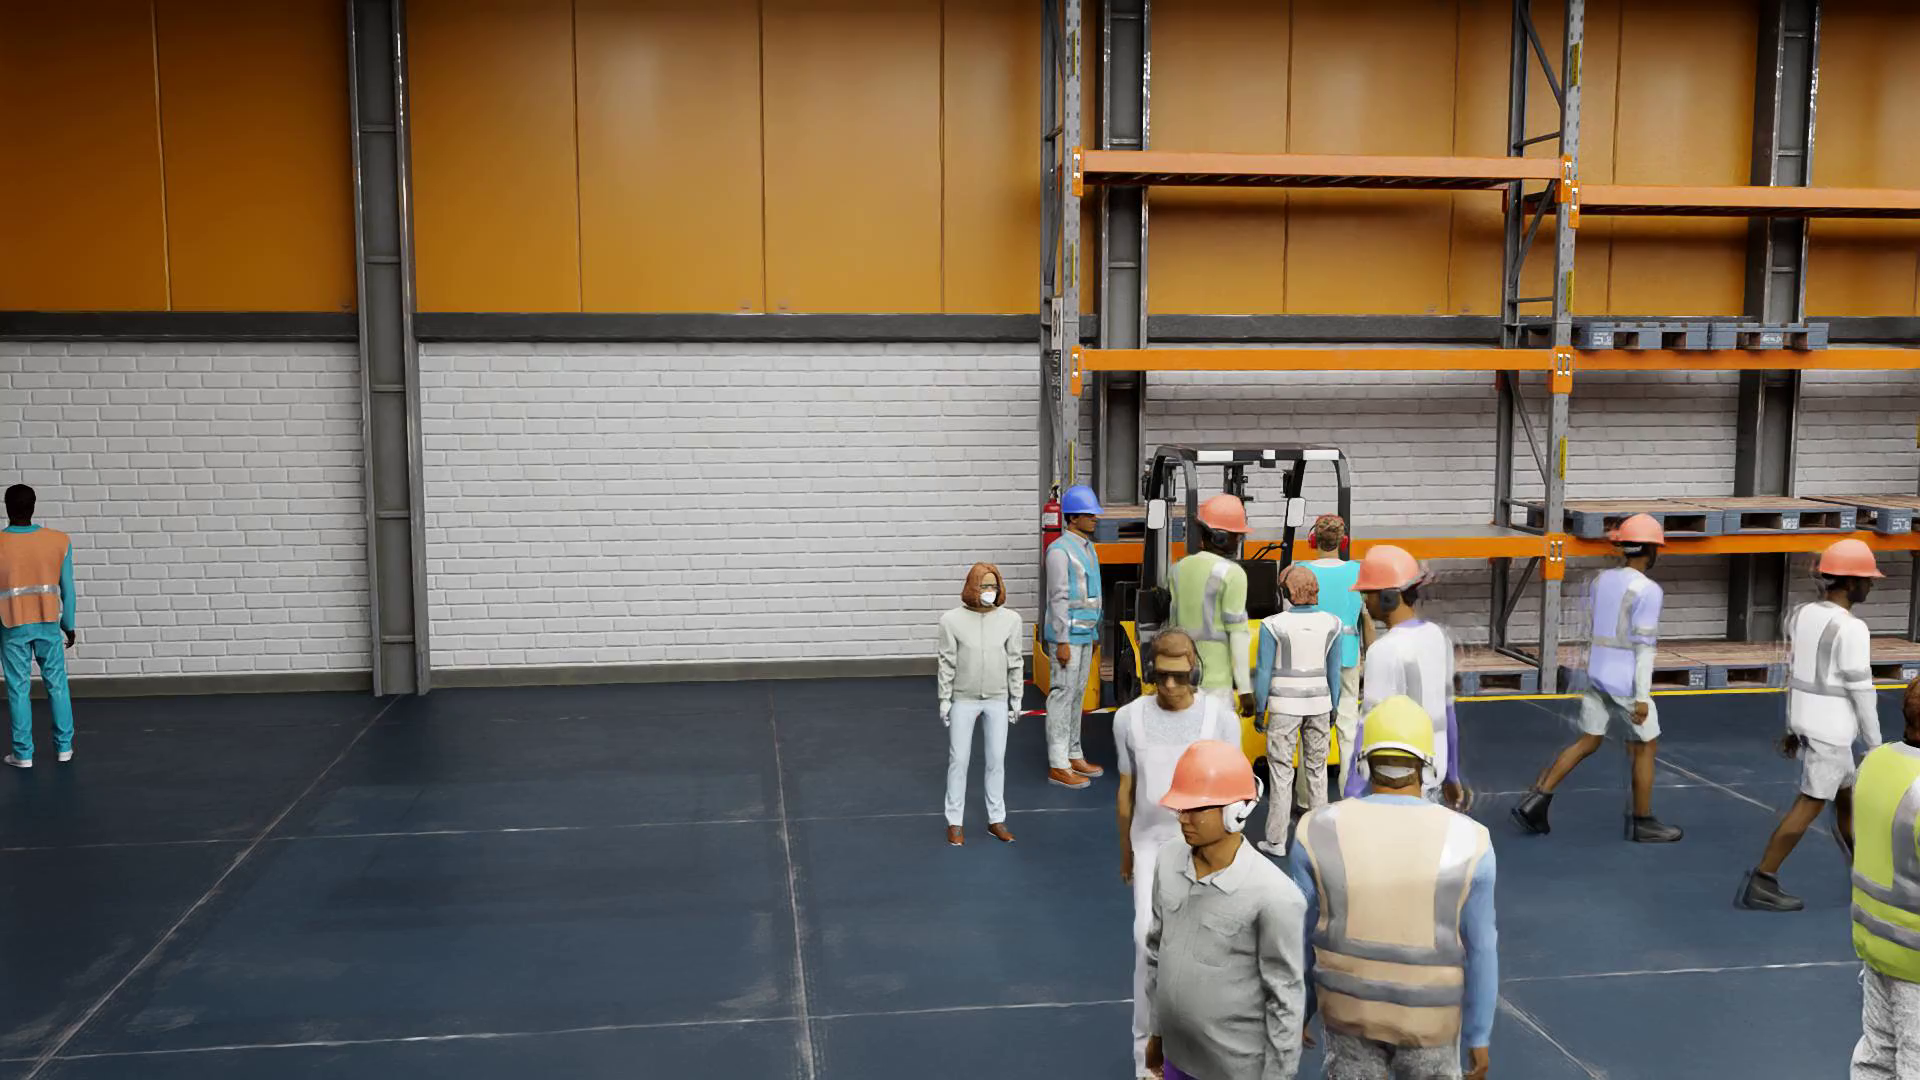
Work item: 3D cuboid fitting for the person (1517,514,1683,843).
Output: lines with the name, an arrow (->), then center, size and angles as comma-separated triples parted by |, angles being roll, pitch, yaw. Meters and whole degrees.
person -> 3.677, 0.799, 9.486 | 0.847, 1.902, 0.576 | -1, 7, -11

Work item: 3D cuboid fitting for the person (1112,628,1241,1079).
person -> 0.855, 1.193, 6.533 | 0.498, 1.792, 1.012 | 1, 7, 13

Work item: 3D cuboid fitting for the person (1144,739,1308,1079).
person -> 0.704, 1.417, 4.653 | 0.339, 1.752, 0.564 | -4, 8, -34

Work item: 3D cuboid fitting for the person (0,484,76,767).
person -> -6.311, 0.581, 11.274 | 0.590, 1.916, 0.393 | -6, 9, -42

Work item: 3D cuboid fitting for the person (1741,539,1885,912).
person -> 4.402, 0.934, 8.339 | 0.971, 1.885, 0.560 | 0, 7, 4

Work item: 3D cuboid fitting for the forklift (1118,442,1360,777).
forklift -> 1.912, 0.418, 11.496 | 1.214, 2.155, 2.313 | -1, 7, -8

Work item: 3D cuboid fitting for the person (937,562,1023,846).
person -> 0.115, 0.930, 9.483 | 0.501, 1.629, 0.289 | -2, 7, -13

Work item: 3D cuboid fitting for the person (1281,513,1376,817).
person -> 2.197, 0.765, 9.956 | 0.563, 1.847, 0.388 | 1, 7, 6

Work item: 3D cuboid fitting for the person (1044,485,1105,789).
person -> 0.745, 0.616, 10.825 | 0.391, 1.949, 0.602 | 3, 7, 23

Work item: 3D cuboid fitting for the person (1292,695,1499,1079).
person -> 1.258, 1.368, 4.883 | 0.594, 1.811, 0.487 | 2, 7, 18

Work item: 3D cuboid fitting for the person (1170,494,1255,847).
person -> 1.397, 0.755, 9.312 | 0.468, 2.026, 0.661 | -3, 7, -24

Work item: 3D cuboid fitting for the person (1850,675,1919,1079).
person -> 3.017, 1.314, 5.180 | 0.429, 1.844, 0.627 | 1, 7, 5

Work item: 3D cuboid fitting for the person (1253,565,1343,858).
person -> 1.881, 0.955, 9.240 | 0.522, 1.632, 0.315 | -2, 7, -14
